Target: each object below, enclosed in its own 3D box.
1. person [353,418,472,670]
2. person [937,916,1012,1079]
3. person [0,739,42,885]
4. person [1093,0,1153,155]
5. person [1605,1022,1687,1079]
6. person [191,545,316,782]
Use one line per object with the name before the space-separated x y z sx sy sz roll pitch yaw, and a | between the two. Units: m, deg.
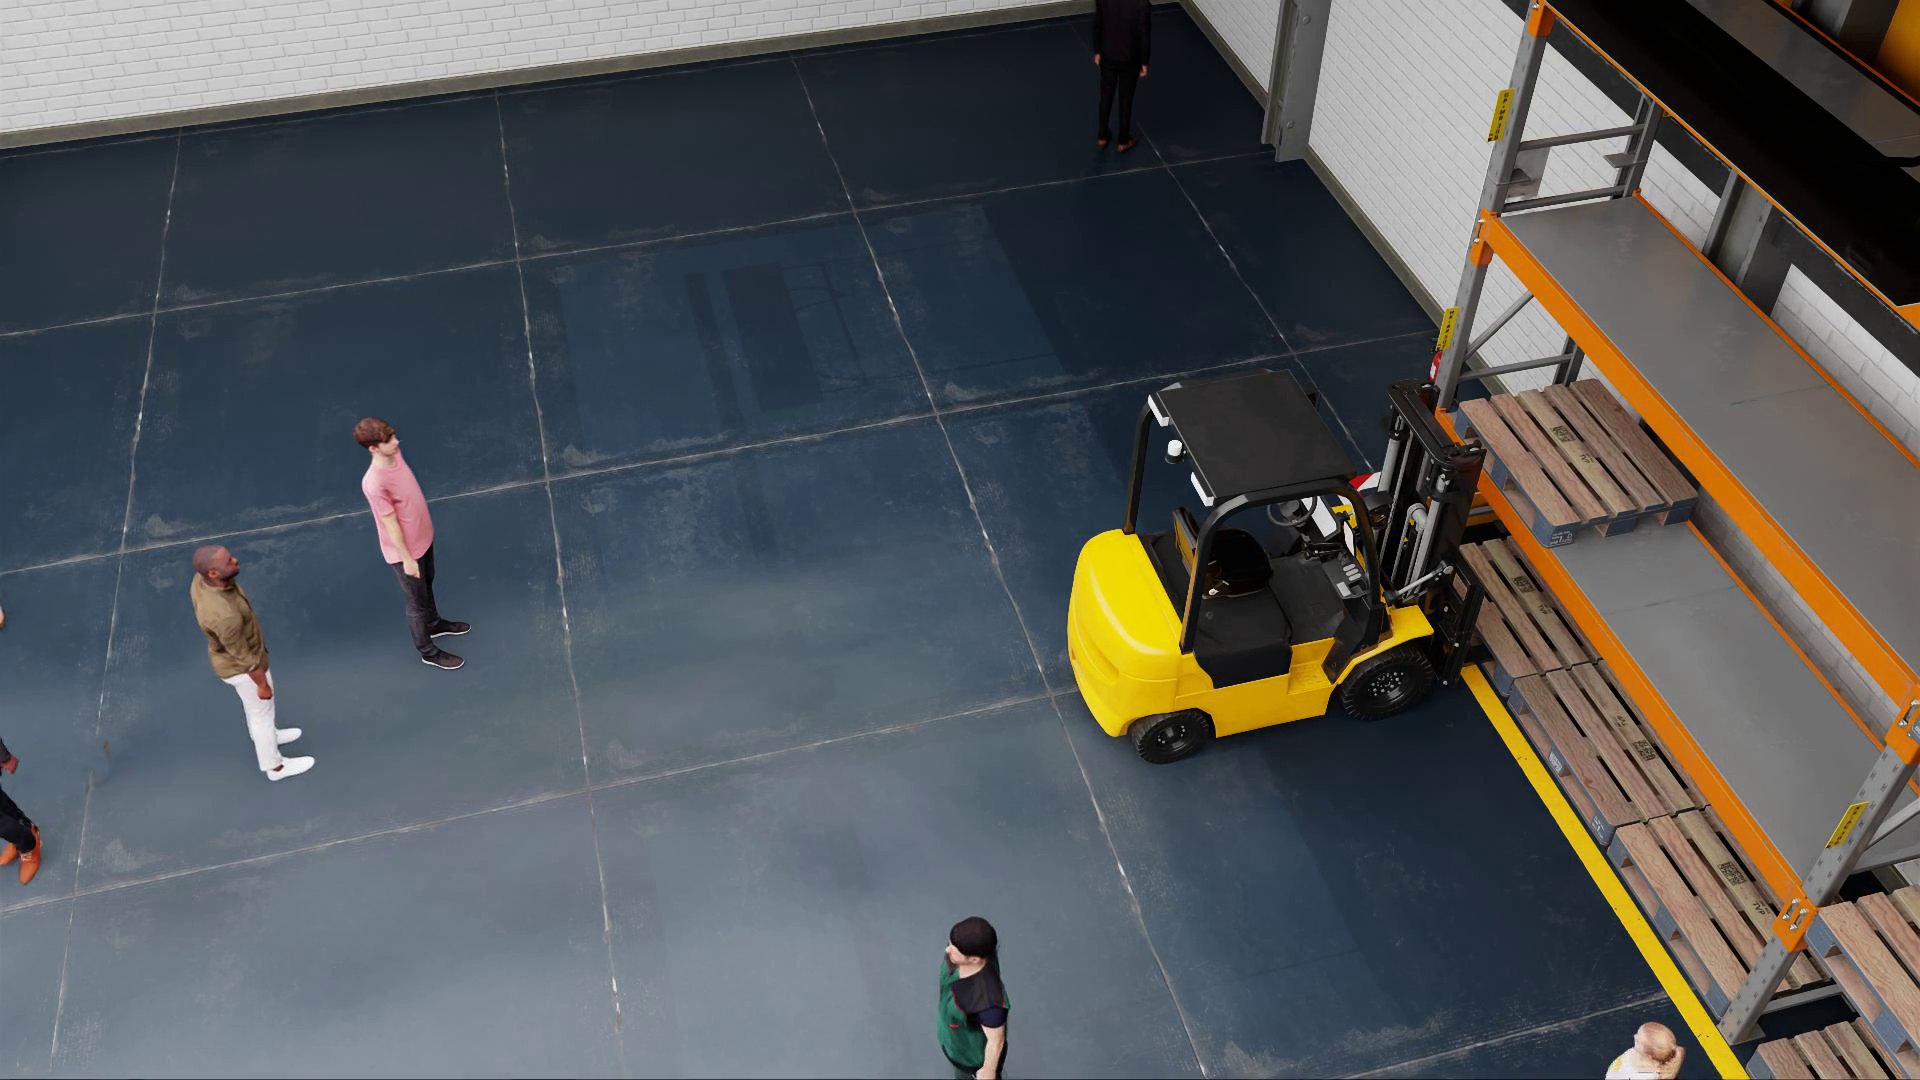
person | -3.502 0.003 10.519 0.720 1.958 0.553 -2 44 -3
person | 0.078 2.393 8.053 0.733 1.899 0.483 -10 45 -10
person | -5.580 1.179 9.398 0.813 1.802 0.806 9 44 9
person | 1.464 -4.465 15.267 0.762 1.879 0.807 20 47 19
person | 3.322 2.769 8.122 0.967 1.259 0.816 30 51 28
person | -4.258 0.714 9.874 0.829 1.817 0.621 -22 48 -21
